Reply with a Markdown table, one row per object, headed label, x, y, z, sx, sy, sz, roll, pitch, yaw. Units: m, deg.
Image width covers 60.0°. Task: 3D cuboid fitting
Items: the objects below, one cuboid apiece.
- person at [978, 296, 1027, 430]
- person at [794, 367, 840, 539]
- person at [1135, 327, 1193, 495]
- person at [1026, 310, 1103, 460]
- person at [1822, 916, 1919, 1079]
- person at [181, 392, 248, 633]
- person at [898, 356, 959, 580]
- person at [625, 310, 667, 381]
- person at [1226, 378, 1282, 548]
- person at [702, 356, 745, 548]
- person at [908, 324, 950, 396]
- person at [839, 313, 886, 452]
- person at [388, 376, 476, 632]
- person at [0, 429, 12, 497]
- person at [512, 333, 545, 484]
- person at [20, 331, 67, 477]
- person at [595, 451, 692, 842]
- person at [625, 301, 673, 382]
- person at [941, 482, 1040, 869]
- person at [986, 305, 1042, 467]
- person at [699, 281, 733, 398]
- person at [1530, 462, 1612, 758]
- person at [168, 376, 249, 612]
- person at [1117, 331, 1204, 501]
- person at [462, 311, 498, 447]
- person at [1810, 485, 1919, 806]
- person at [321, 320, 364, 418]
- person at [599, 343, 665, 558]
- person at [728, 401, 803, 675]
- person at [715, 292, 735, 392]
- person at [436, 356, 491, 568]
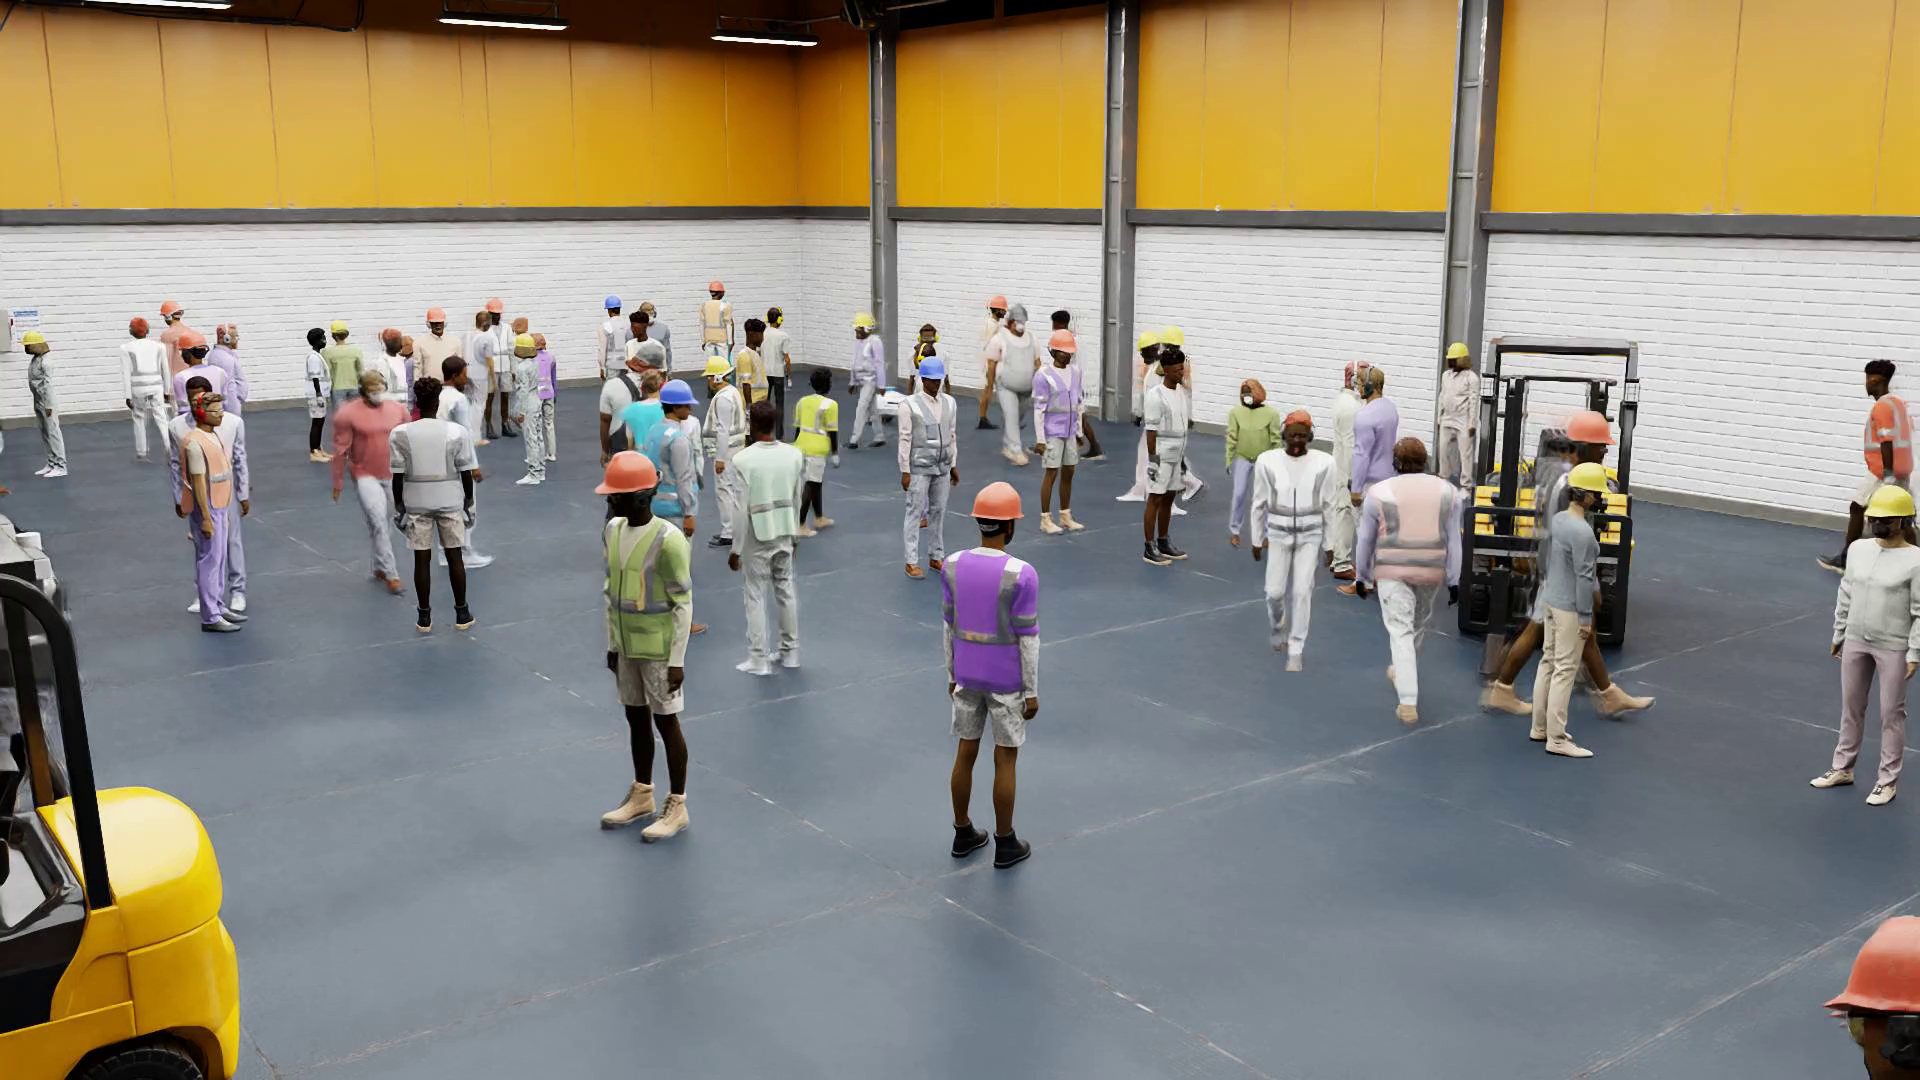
| label | x | y | z | sx | sy | sz | roll | pitch | yaw |
| --- | --- | --- | --- | --- | --- | --- | --- | --- | --- |
| person | 0.624 | -2.503 | 23.623 | 0.810 | 1.909 | 0.553 | 0 | 12 | -1 |
| person | -1.384 | -0.860 | 16.316 | 0.743 | 1.649 | 0.539 | -11 | 16 | -42 |
| person | 2.339 | -1.430 | 18.545 | 0.598 | 1.867 | 0.988 | -6 | 13 | -28 |
| person | 1.371 | -1.948 | 21.009 | 1.016 | 1.905 | 0.625 | 3 | 12 | 14 |
| person | 1.840 | 1.712 | 3.088 | 0.531 | 1.994 | 0.697 | 3 | 12 | 14 |
| person | -5.755 | -0.217 | 12.756 | 0.373 | 1.843 | 0.572 | -3 | 12 | -12 |
| person | -0.263 | -0.635 | 14.527 | 0.615 | 1.945 | 0.405 | -9 | 15 | -36 |
| person | -3.795 | -1.776 | 19.994 | 0.613 | 1.963 | 0.362 | 7 | 14 | 31 |
| person | 2.788 | -0.730 | 15.773 | 0.539 | 1.616 | 0.321 | 6 | 13 | 27 |
| person | -2.247 | -0.841 | 15.851 | 0.403 | 1.817 | 0.601 | 0 | 12 | -1 |
| person | -0.354 | -1.588 | 19.354 | 0.511 | 1.862 | 0.324 | 0 | 12 | 1 |
| person | -1.315 | -2.051 | 21.713 | 0.838 | 1.795 | 0.628 | -6 | 13 | -26 |
| person | -4.028 | -0.274 | 12.738 | 0.614 | 1.963 | 0.362 | -3 | 12 | -14 |
| person | -10.742 | -1.379 | 18.167 | 0.653 | 1.924 | 0.677 | 0 | 12 | 0 |
| person | -5.021 | -1.526 | 19.323 | 0.287 | 1.746 | 0.487 | 1 | 12 | 4 |
| person | -10.920 | -1.617 | 19.787 | 0.484 | 1.738 | 0.321 | 11 | 16 | 43 |
| person | -1.641 | 0.548 | 8.592 | 0.609 | 2.040 | 0.395 | 10 | 16 | 41 |
| person | -4.155 | -2.226 | 22.268 | 0.636 | 1.930 | 0.371 | -7 | 14 | -31 |
| person | 0.167 | 0.670 | 8.278 | 0.544 | 1.930 | 0.389 | 8 | 14 | 32 |
| person | 0.700 | -1.978 | 20.790 | 0.703 | 2.000 | 1.036 | -6 | 13 | -26 |
| person | -4.010 | -3.303 | 27.443 | 0.551 | 1.933 | 0.368 | 3 | 12 | 12 |
| person | 3.666 | 0.407 | 9.947 | 0.328 | 1.762 | 0.533 | 0 | 12 | 0 |
| person | -6.017 | -0.372 | 13.363 | 0.593 | 1.910 | 0.386 | -1 | 12 | -7 |
| person | 2.200 | -1.325 | 18.072 | 0.881 | 1.872 | 0.615 | 1 | 12 | 3 |
| person | -6.375 | -2.128 | 22.067 | 0.565 | 1.808 | 0.446 | 7 | 14 | 31 |
| person | 5.040 | 0.571 | 9.144 | 0.312 | 1.769 | 0.522 | -6 | 13 | -27 |
| person | -7.804 | -1.898 | 21.076 | 0.525 | 1.766 | 0.322 | -9 | 15 | -38 |
| person | -2.978 | -0.861 | 15.395 | 0.721 | 2.000 | 0.548 | -3 | 12 | -14 |
| person | -1.348 | -0.004 | 11.619 | 0.626 | 1.909 | 0.393 | -11 | 16 | -43 |
| person | -4.090 | -3.438 | 28.330 | 0.504 | 1.840 | 0.345 | 1 | 12 | 3 |
| person | -4.555 | -0.689 | 14.893 | 0.433 | 1.908 | 0.645 | -9 | 15 | -37 |
